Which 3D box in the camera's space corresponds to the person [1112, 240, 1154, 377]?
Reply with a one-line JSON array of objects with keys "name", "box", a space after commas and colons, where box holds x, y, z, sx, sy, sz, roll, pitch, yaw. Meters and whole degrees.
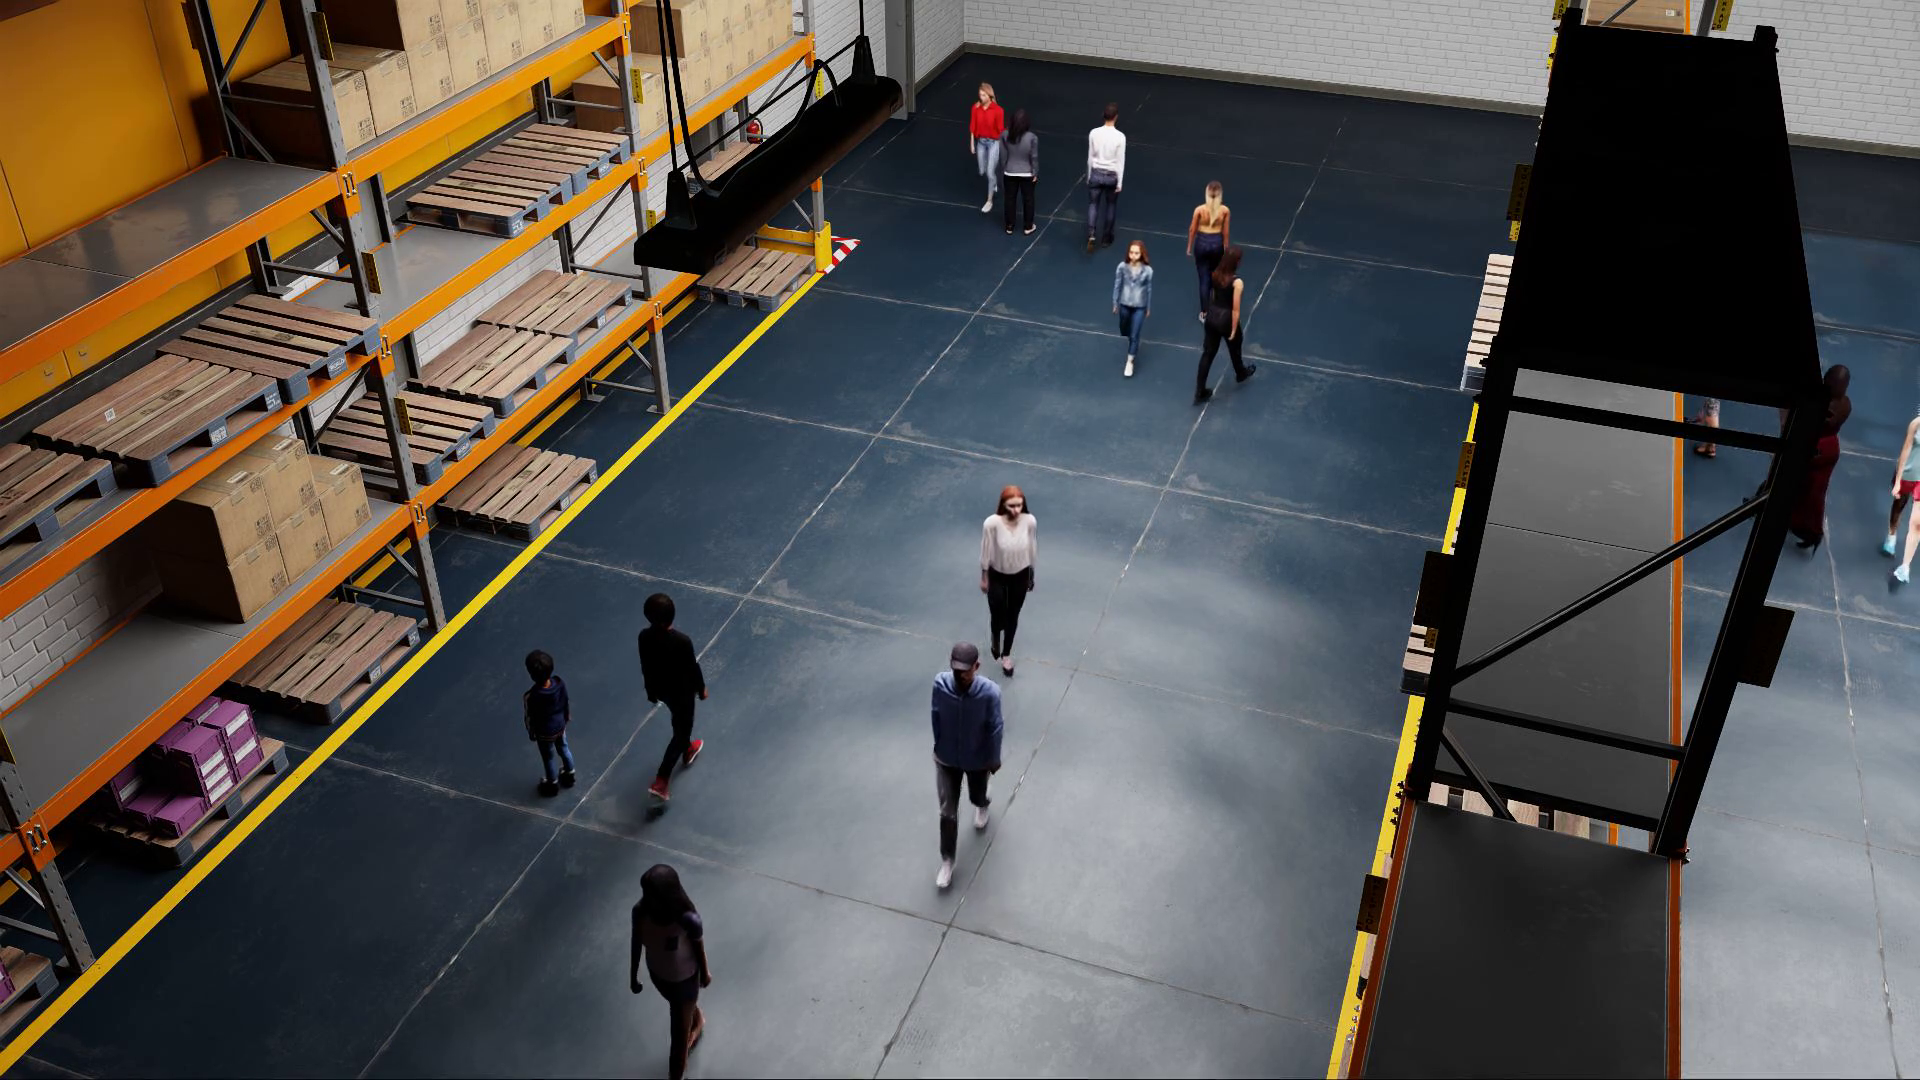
[{"name": "person", "box": [1.863, -2.525, 17.764, 0.602, 1.457, 0.896, 8, 35, 12]}]

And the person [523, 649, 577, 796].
[{"name": "person", "box": [-3.011, 1.330, 12.177, 0.639, 1.220, 0.520, 27, 42, 34]}]

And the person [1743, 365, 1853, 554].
[{"name": "person", "box": [7.618, -0.673, 14.773, 1.121, 1.682, 1.246, -11, 35, -16]}]

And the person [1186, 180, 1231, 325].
[{"name": "person", "box": [2.798, -3.195, 18.646, 0.837, 1.595, 1.112, -1, 34, -2]}]

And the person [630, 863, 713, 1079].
[{"name": "person", "box": [-1.682, 2.537, 9.964, 0.630, 1.660, 1.058, 12, 35, 17]}]

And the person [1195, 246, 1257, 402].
[{"name": "person", "box": [2.638, -2.186, 17.084, 1.179, 1.645, 0.939, -28, 42, -35]}]

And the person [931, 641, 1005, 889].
[{"name": "person", "box": [0.056, 1.419, 11.460, 0.753, 1.867, 1.158, 7, 34, 10]}]

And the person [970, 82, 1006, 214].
[{"name": "person", "box": [0.398, -5.092, 21.423, 0.668, 1.681, 0.848, 12, 35, 17]}]

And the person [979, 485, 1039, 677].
[{"name": "person", "box": [0.360, 0.280, 13.278, 0.755, 1.752, 0.804, -9, 35, -13]}]

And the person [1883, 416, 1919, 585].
[{"name": "person", "box": [8.361, -0.572, 14.588, 0.623, 1.720, 1.093, 13, 36, 19]}]

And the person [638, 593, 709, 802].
[{"name": "person", "box": [-2.104, 1.146, 12.070, 0.625, 1.645, 1.061, 13, 36, 19]}]

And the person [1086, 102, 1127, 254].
[{"name": "person", "box": [1.726, -4.360, 20.174, 0.636, 1.844, 0.980, 11, 35, 16]}]

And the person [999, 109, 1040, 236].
[{"name": "person", "box": [0.743, -4.587, 20.740, 0.653, 1.597, 0.633, 9, 35, 13]}]
